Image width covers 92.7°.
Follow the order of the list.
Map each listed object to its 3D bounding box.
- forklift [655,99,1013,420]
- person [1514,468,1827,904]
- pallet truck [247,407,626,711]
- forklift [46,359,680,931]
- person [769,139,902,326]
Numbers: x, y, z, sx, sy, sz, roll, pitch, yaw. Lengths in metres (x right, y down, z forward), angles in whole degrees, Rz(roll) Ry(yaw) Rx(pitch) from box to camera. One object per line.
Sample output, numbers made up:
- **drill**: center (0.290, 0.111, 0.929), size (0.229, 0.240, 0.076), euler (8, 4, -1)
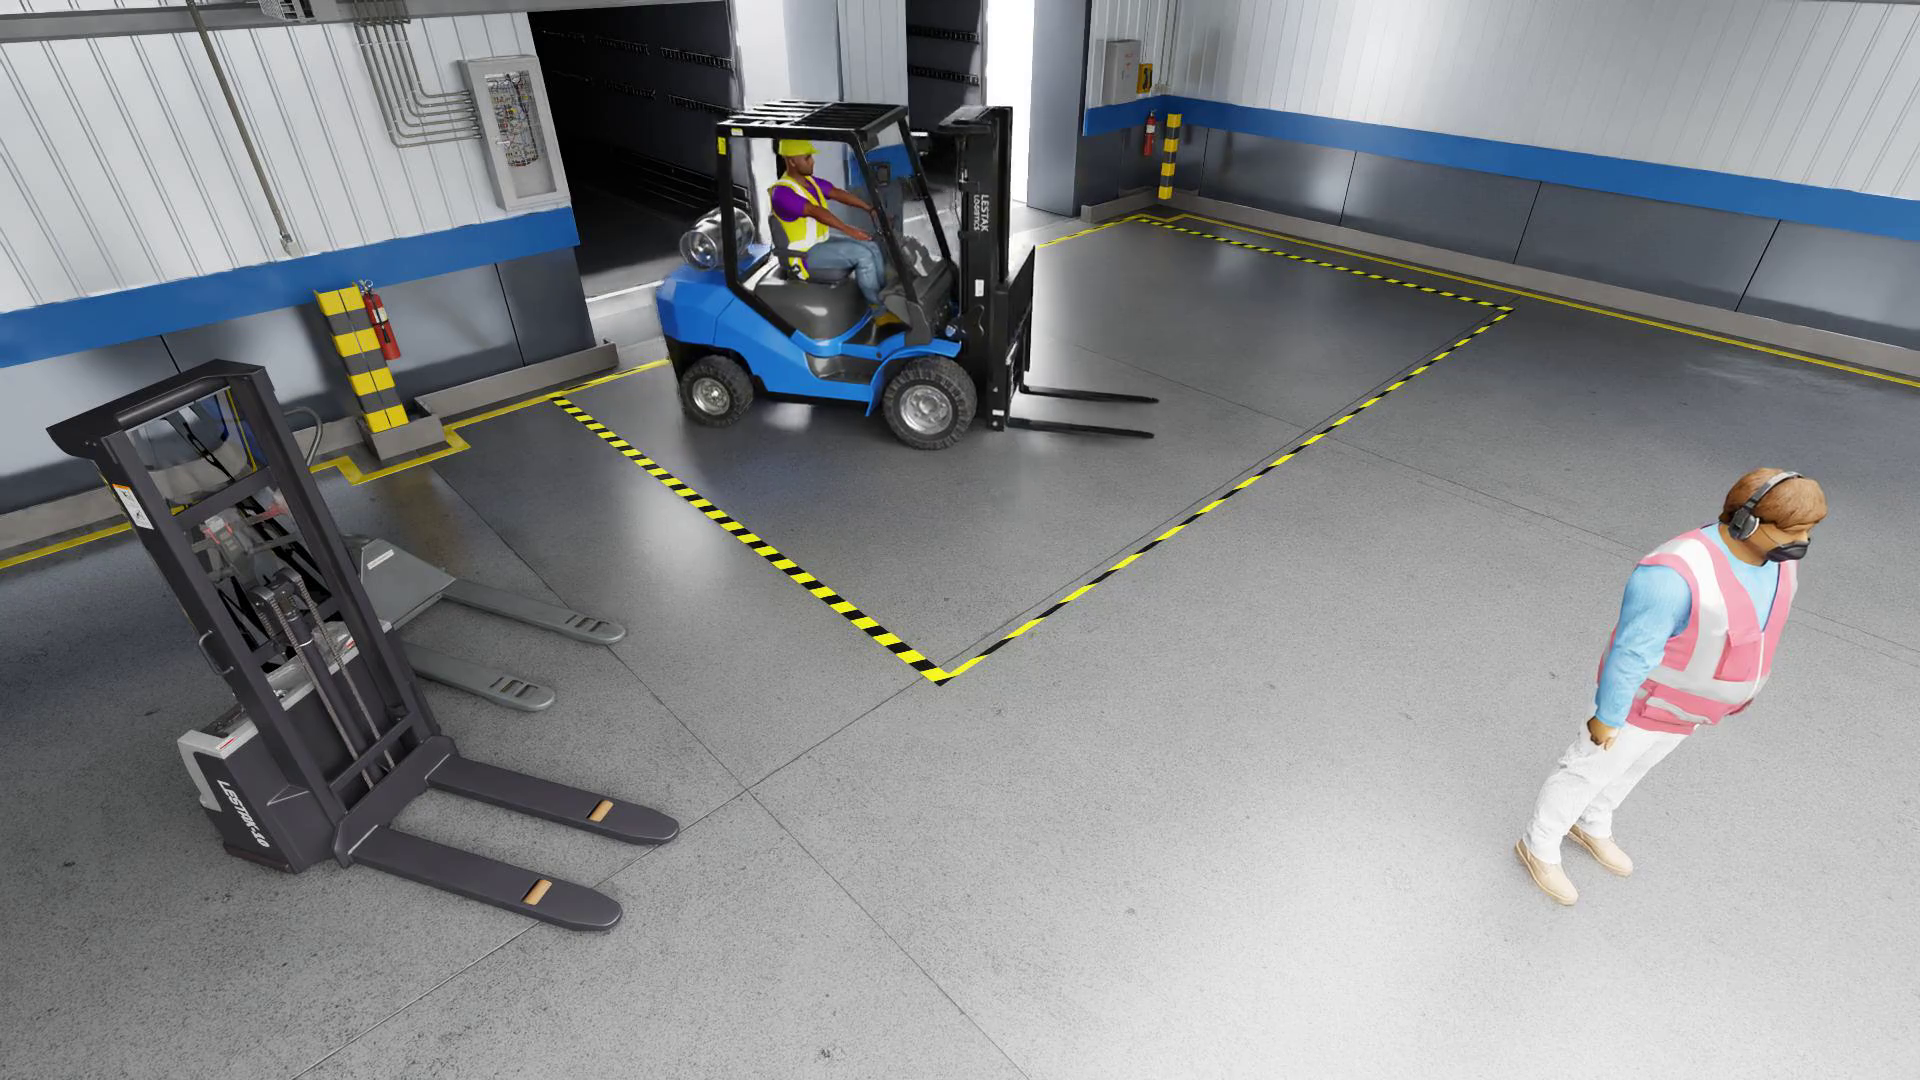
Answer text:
- **forklift**: center (-0.869, -2.060, 6.688), size (2.680, 2.036, 1.157), euler (8, 35, 11)
- **person**: center (2.518, 0.564, 3.282), size (0.622, 1.844, 0.429), euler (-13, 36, -18)
- **pallet truck**: center (-2.628, 0.038, 4.590), size (1.601, 1.201, 0.680), euler (12, 36, 18)
- **forklift**: center (-2.135, 0.422, 3.354), size (1.885, 1.965, 0.823), euler (10, 35, 14)
- **person**: center (-0.813, -2.203, 6.565), size (1.004, 1.293, 0.635), euler (8, 35, 11)
